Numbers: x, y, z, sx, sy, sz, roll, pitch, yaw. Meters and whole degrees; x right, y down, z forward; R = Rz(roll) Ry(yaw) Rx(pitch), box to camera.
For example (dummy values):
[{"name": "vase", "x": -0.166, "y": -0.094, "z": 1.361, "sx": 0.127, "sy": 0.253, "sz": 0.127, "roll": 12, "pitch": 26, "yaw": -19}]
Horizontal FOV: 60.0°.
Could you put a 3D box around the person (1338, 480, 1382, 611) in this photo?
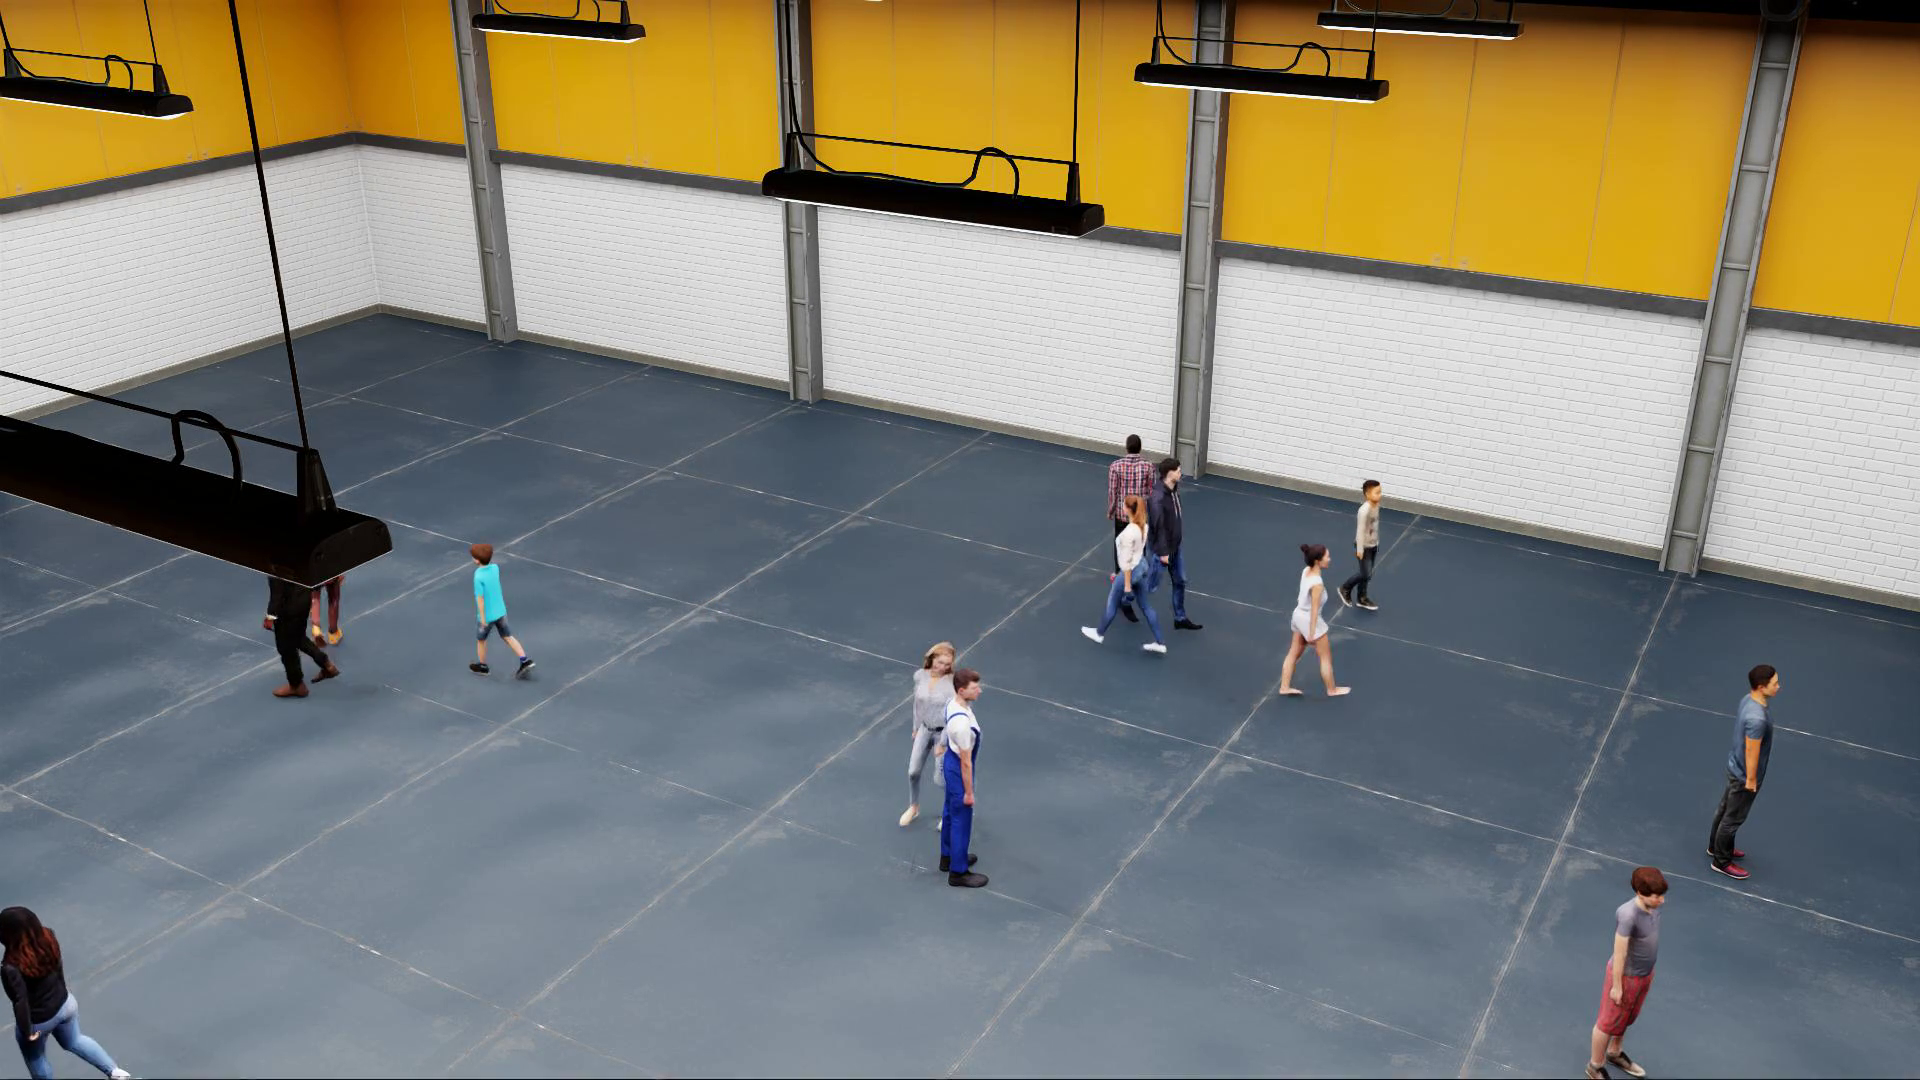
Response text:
[{"name": "person", "x": 4.252, "y": 0.045, "z": 17.669, "sx": 0.672, "sy": 1.459, "sz": 0.591, "roll": 17, "pitch": 29, "yaw": 34}]

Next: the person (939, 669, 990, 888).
[{"name": "person", "x": 0.002, "y": 1.841, "z": 13.075, "sx": 0.772, "sy": 1.848, "sz": 0.724, "roll": -4, "pitch": 24, "yaw": -10}]

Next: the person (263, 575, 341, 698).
[{"name": "person", "x": -6.267, "y": 0.640, "z": 15.776, "sx": 1.025, "sy": 1.884, "sz": 0.950, "roll": 1, "pitch": 24, "yaw": 2}]

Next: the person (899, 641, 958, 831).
[{"name": "person", "x": -0.125, "y": 1.622, "z": 13.692, "sx": 0.785, "sy": 1.755, "sz": 0.682, "roll": -19, "pitch": 30, "yaw": -37}]

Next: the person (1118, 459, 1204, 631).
[{"name": "person", "x": 2.017, "y": 0.071, "z": 17.124, "sx": 1.138, "sy": 1.848, "sz": 0.684, "roll": 16, "pitch": 28, "yaw": 33}]

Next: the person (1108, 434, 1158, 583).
[{"name": "person", "x": 1.868, "y": -0.325, "z": 18.140, "sx": 0.719, "sy": 1.760, "sz": 0.839, "roll": 0, "pitch": 24, "yaw": -1}]

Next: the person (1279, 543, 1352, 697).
[{"name": "person", "x": 3.237, "y": 0.786, "z": 15.812, "sx": 0.975, "sy": 1.589, "sz": 0.883, "roll": -4, "pitch": 24, "yaw": -10}]

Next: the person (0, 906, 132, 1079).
[{"name": "person", "x": -5.783, "y": 3.031, "z": 10.650, "sx": 1.027, "sy": 1.609, "sz": 0.799, "roll": 5, "pitch": 24, "yaw": 11}]

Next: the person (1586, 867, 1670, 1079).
[{"name": "person", "x": 4.418, "y": 2.860, "z": 10.990, "sx": 0.651, "sy": 1.651, "sz": 0.644, "roll": -17, "pitch": 29, "yaw": -34}]

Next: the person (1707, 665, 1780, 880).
[{"name": "person", "x": 6.231, "y": 1.802, "z": 13.211, "sx": 0.599, "sy": 1.810, "sz": 0.684, "roll": 8, "pitch": 25, "yaw": 18}]

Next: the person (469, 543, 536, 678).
[{"name": "person", "x": -4.505, "y": 0.697, "z": 16.216, "sx": 0.929, "sy": 1.428, "sz": 0.550, "roll": 12, "pitch": 26, "yaw": 25}]

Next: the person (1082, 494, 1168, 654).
[{"name": "person", "x": 1.804, "y": 0.387, "z": 16.624, "sx": 1.142, "sy": 1.669, "sz": 0.668, "roll": 15, "pitch": 28, "yaw": 30}]
